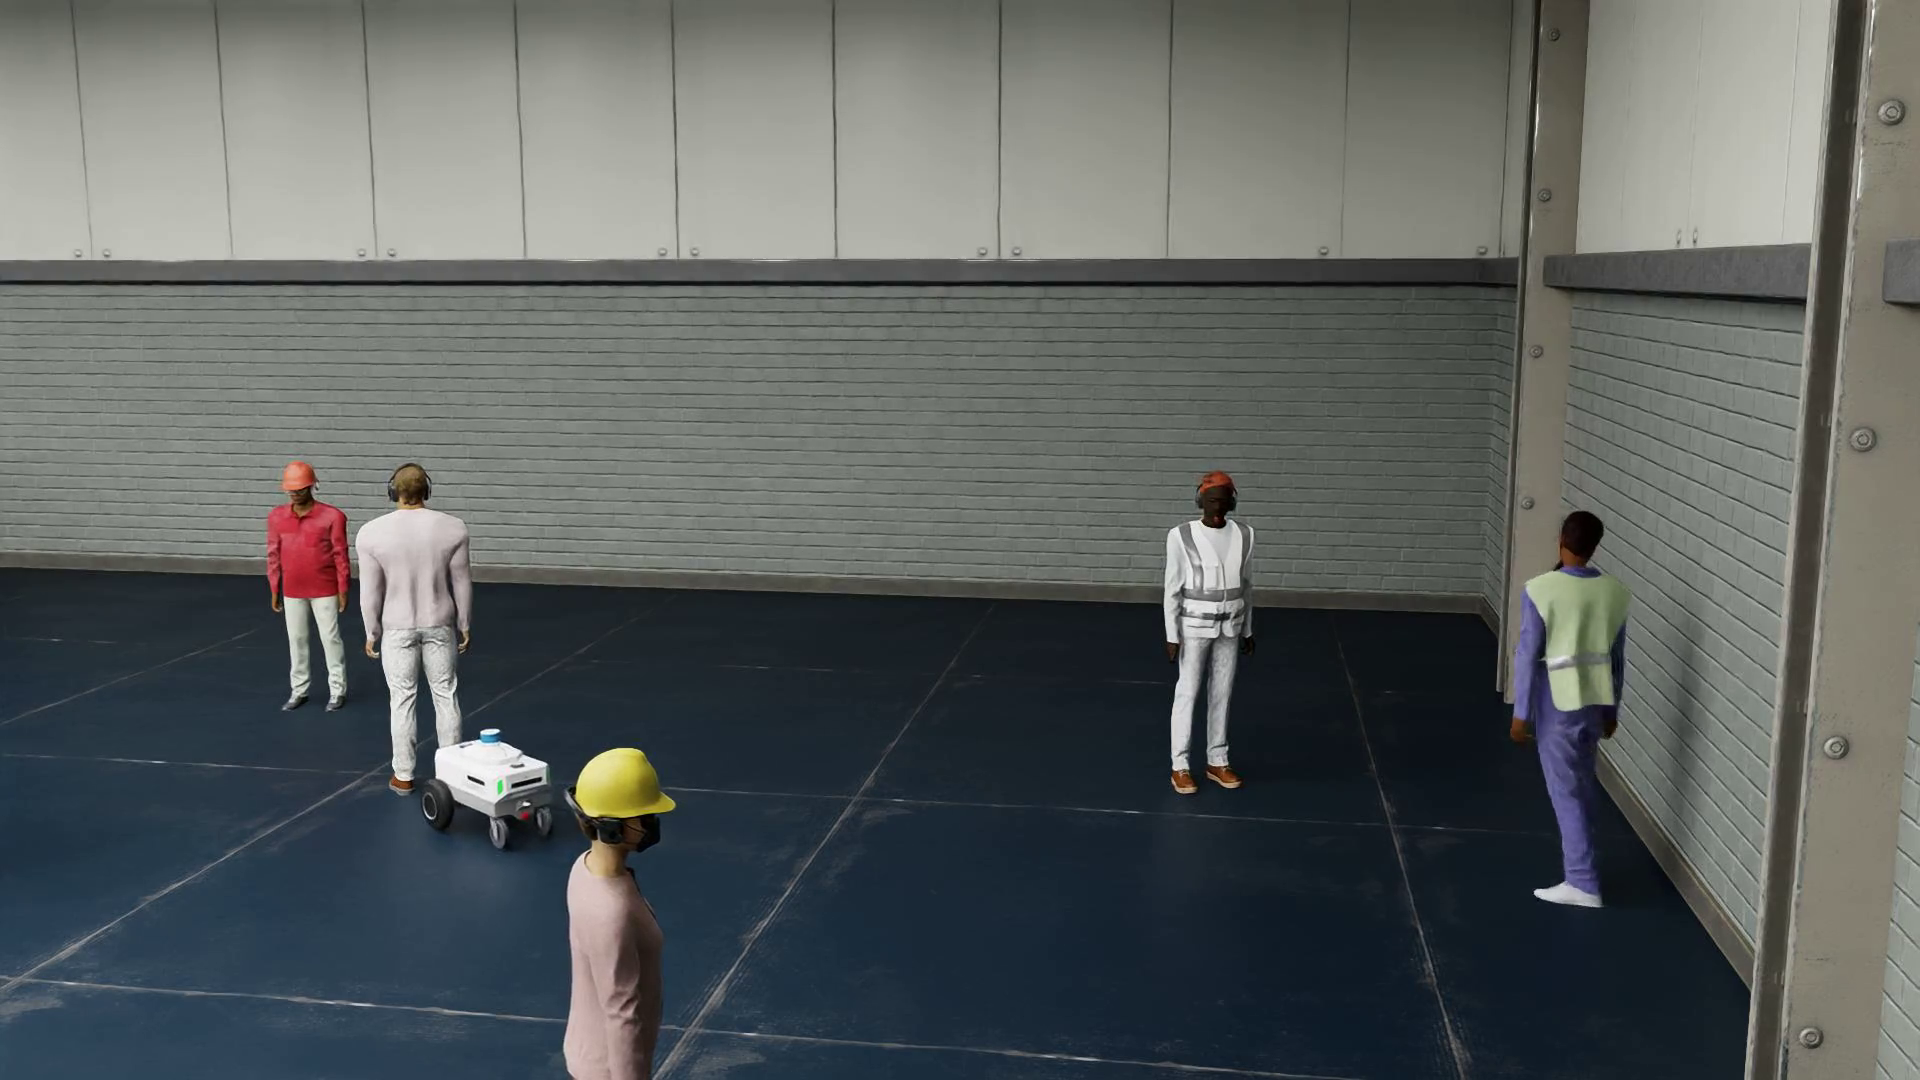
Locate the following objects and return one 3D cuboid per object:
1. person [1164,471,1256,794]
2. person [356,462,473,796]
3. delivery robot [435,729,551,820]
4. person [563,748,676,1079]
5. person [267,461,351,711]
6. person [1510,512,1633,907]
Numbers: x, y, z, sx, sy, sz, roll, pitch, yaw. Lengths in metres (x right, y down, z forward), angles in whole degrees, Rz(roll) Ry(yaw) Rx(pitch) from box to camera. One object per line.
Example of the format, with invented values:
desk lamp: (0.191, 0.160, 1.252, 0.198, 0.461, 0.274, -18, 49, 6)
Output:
person: (1.458, 0.533, 9.695, 0.585, 1.881, 0.337, -4, 10, -21)
person: (-3.142, 0.513, 9.647, 0.631, 1.940, 0.370, -4, 10, -24)
delivery robot: (-2.525, 1.265, 8.976, 0.707, 0.478, 0.477, 9, 13, 43)
person: (-0.917, 1.426, 4.547, 0.315, 1.767, 0.535, -3, 10, -19)
person: (-4.484, 0.320, 11.440, 0.571, 1.743, 0.351, 0, 9, 2)
person: (2.976, 0.815, 8.011, 0.633, 1.876, 0.495, -3, 10, -20)
